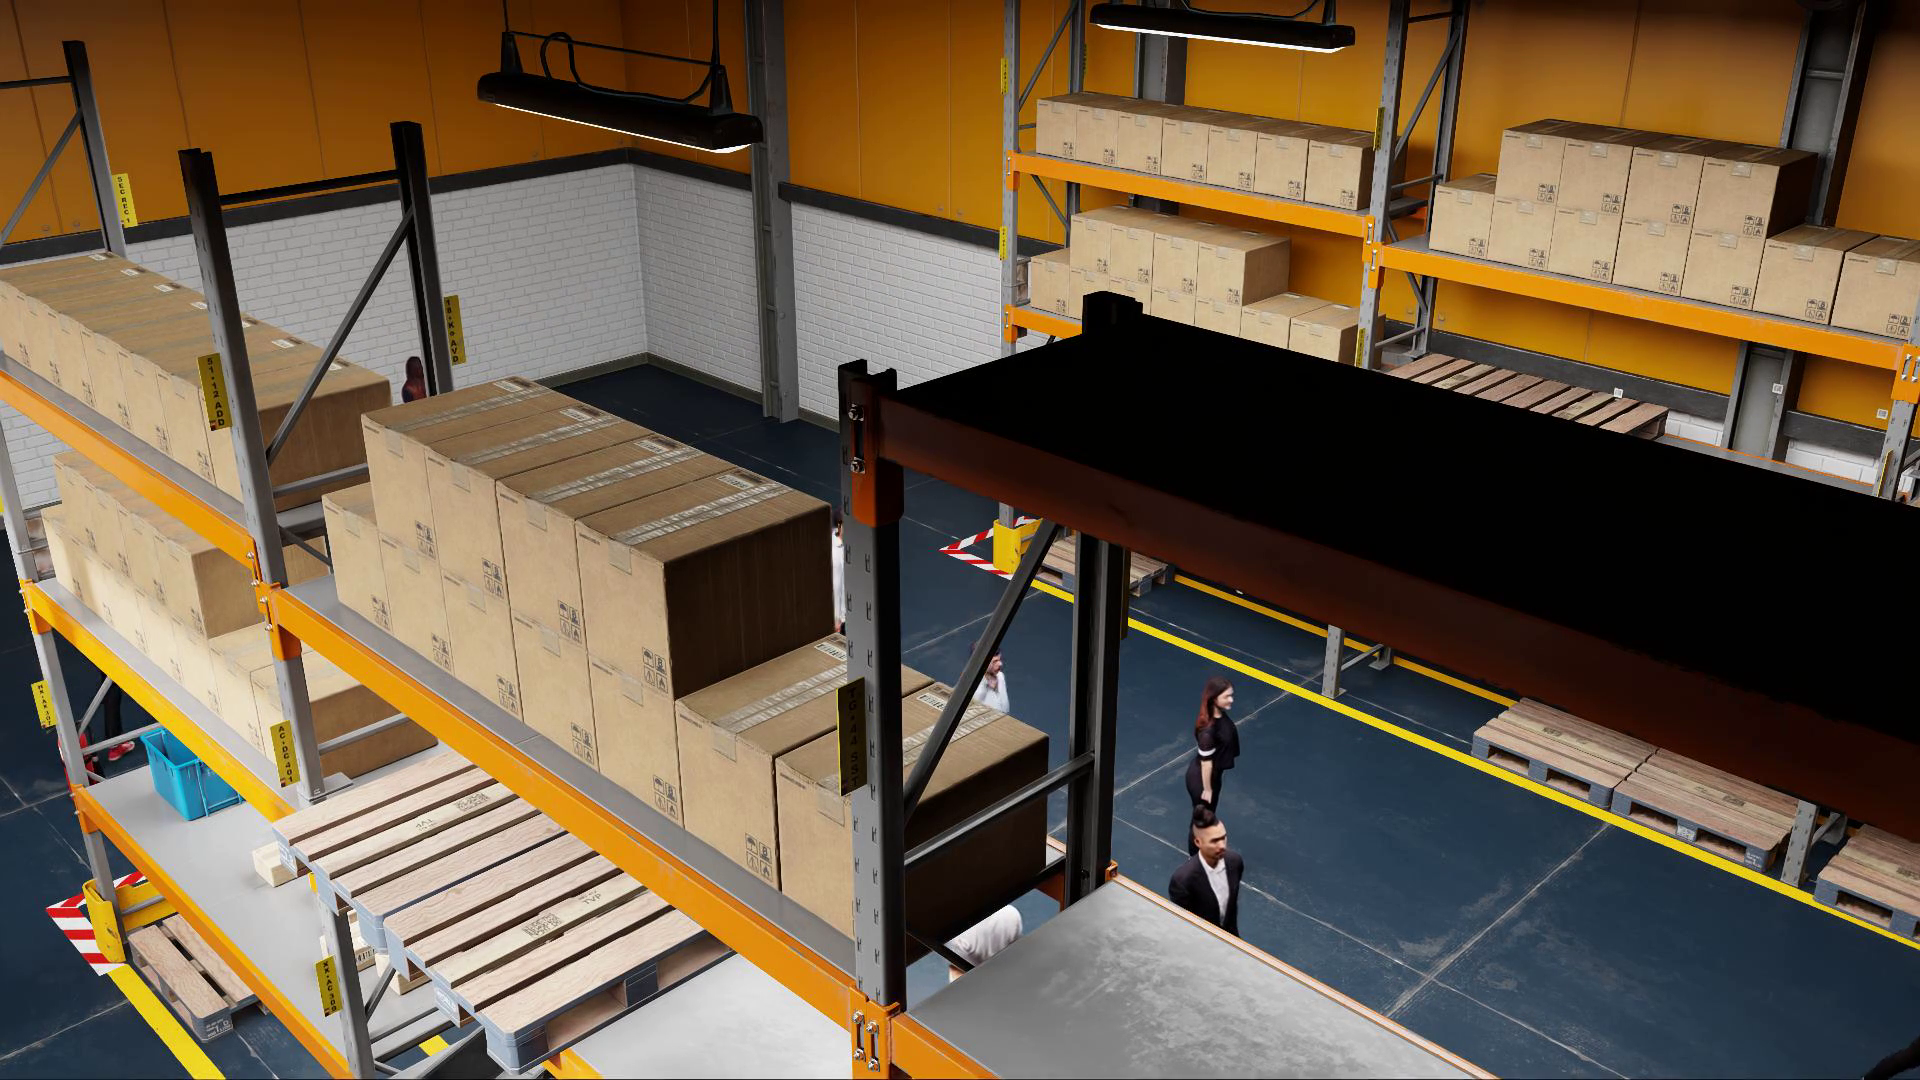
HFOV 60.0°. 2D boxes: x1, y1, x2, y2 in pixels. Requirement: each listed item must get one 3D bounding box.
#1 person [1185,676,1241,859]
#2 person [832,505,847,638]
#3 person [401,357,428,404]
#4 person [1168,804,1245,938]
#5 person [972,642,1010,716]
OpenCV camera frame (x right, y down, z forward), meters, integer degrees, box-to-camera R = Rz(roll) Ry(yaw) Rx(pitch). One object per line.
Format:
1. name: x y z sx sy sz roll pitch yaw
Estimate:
1. person: 1.804 1.715 12.083 0.728 1.639 0.704 7 25 16
2. person: -1.043 0.569 14.371 1.254 1.905 0.955 10 26 23
3. person: -6.157 -1.335 19.095 0.517 1.610 0.587 22 32 40
4. person: 1.448 2.434 10.052 0.741 1.948 0.662 -16 28 -32
5. person: 0.120 1.537 12.249 1.029 1.831 0.807 13 27 27
